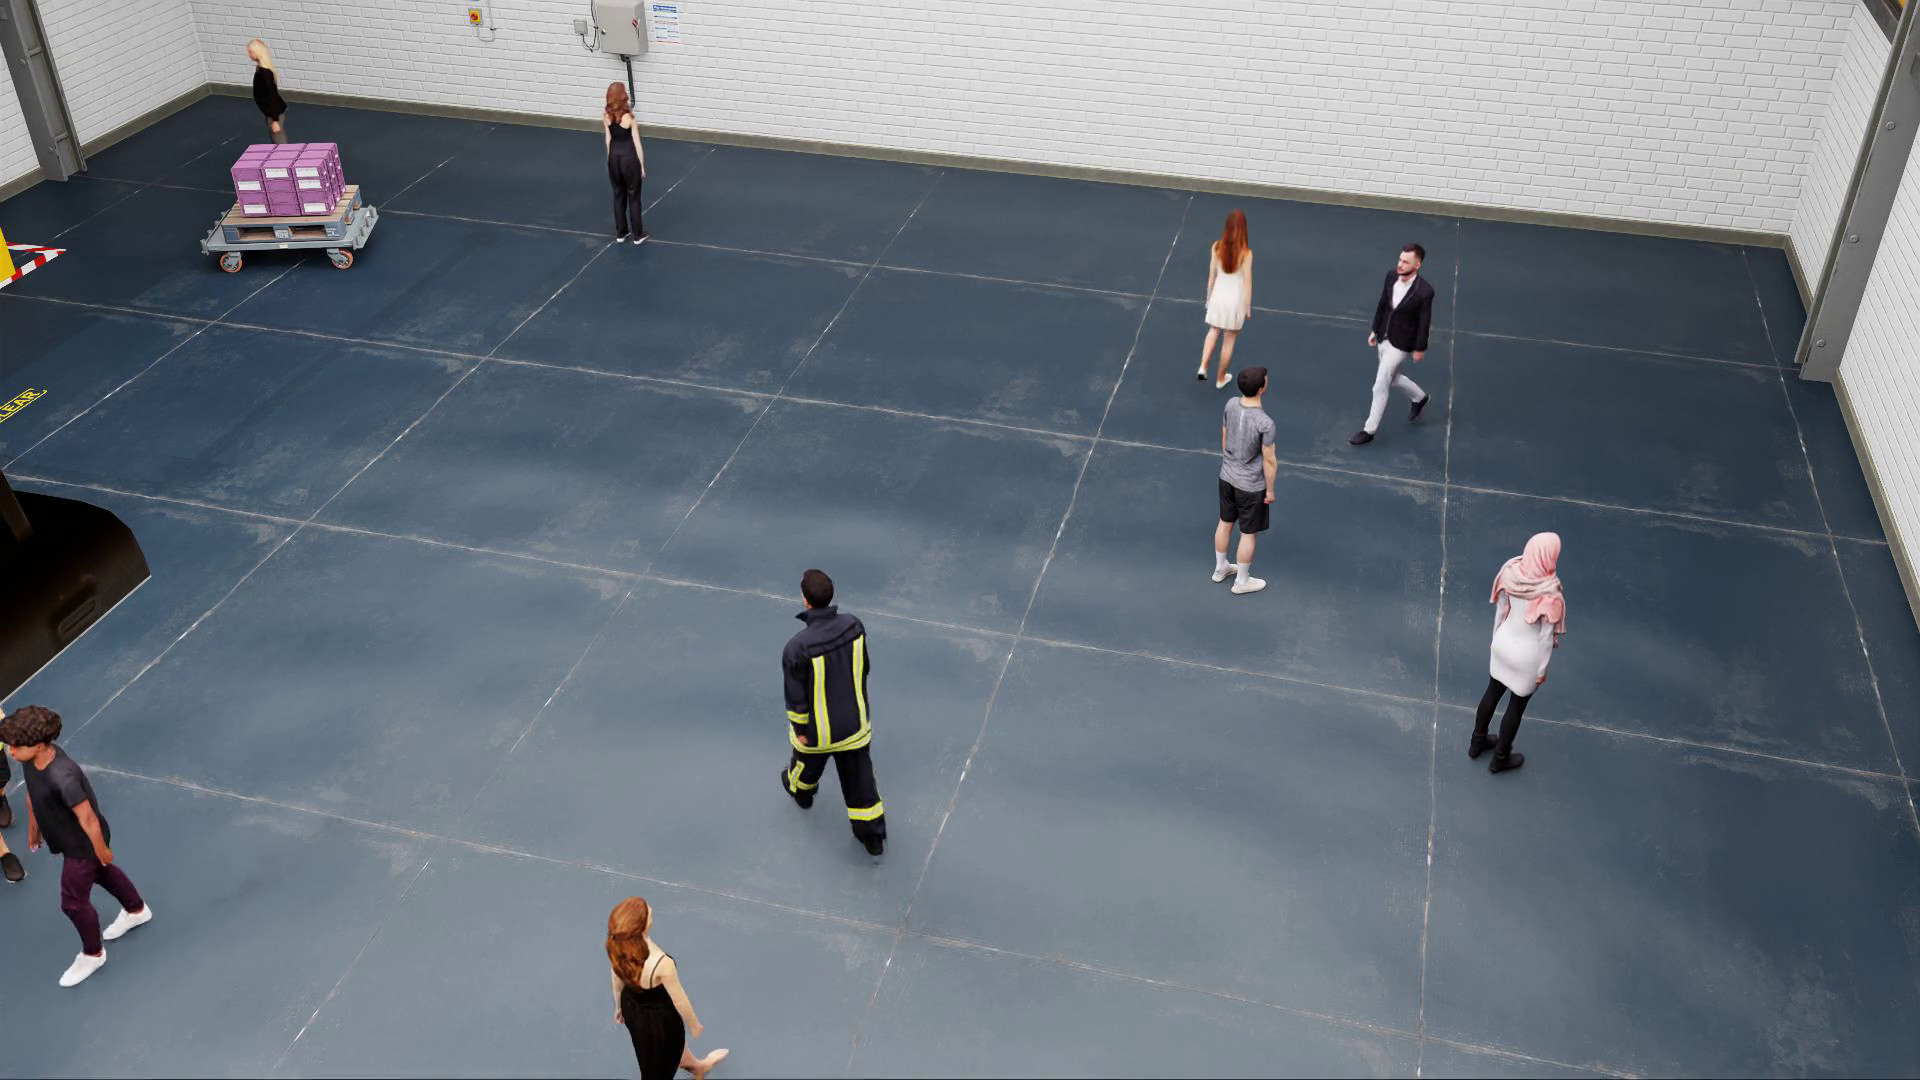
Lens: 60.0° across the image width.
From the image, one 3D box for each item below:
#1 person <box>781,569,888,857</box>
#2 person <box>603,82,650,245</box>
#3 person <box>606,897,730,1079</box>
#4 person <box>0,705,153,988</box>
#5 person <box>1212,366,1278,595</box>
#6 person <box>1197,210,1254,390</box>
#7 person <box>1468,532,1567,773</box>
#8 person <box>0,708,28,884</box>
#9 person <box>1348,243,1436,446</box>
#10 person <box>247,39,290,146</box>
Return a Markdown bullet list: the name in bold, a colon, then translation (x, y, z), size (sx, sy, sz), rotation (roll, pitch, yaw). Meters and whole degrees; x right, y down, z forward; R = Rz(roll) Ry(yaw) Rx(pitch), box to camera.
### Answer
- **person**: translation (-0.723, 1.085, 9.989), size (1.297, 1.874, 1.309), rotation (-21, 39, -28)
- **person**: translation (-3.611, -4.038, 17.815), size (0.567, 1.744, 0.511), rotation (7, 34, 10)
- **person**: translation (-1.581, 2.443, 8.217), size (0.864, 1.574, 1.158), rotation (23, 40, 30)
- **person**: translation (-4.885, 1.597, 9.322), size (0.841, 1.760, 0.958), rotation (29, 43, 36)
- **person**: translation (2.094, -0.454, 12.307), size (0.771, 1.871, 0.738), rotation (-22, 40, -30)
- **person**: translation (2.371, -2.109, 14.950), size (0.700, 1.702, 0.805), rotation (21, 39, 29)
- **person**: translation (3.559, 0.716, 10.608), size (0.777, 1.803, 0.723), rotation (-19, 38, -26)
- **person**: translation (-5.975, 1.220, 9.977), size (1.122, 1.662, 1.086), rotation (-24, 41, -32)
- **person**: translation (3.802, -1.704, 14.239), size (1.198, 1.815, 1.160), rotation (-16, 37, -23)
- **person**: translation (-7.724, -4.745, 18.792), size (0.751, 1.839, 0.682), rotation (-16, 37, -22)
